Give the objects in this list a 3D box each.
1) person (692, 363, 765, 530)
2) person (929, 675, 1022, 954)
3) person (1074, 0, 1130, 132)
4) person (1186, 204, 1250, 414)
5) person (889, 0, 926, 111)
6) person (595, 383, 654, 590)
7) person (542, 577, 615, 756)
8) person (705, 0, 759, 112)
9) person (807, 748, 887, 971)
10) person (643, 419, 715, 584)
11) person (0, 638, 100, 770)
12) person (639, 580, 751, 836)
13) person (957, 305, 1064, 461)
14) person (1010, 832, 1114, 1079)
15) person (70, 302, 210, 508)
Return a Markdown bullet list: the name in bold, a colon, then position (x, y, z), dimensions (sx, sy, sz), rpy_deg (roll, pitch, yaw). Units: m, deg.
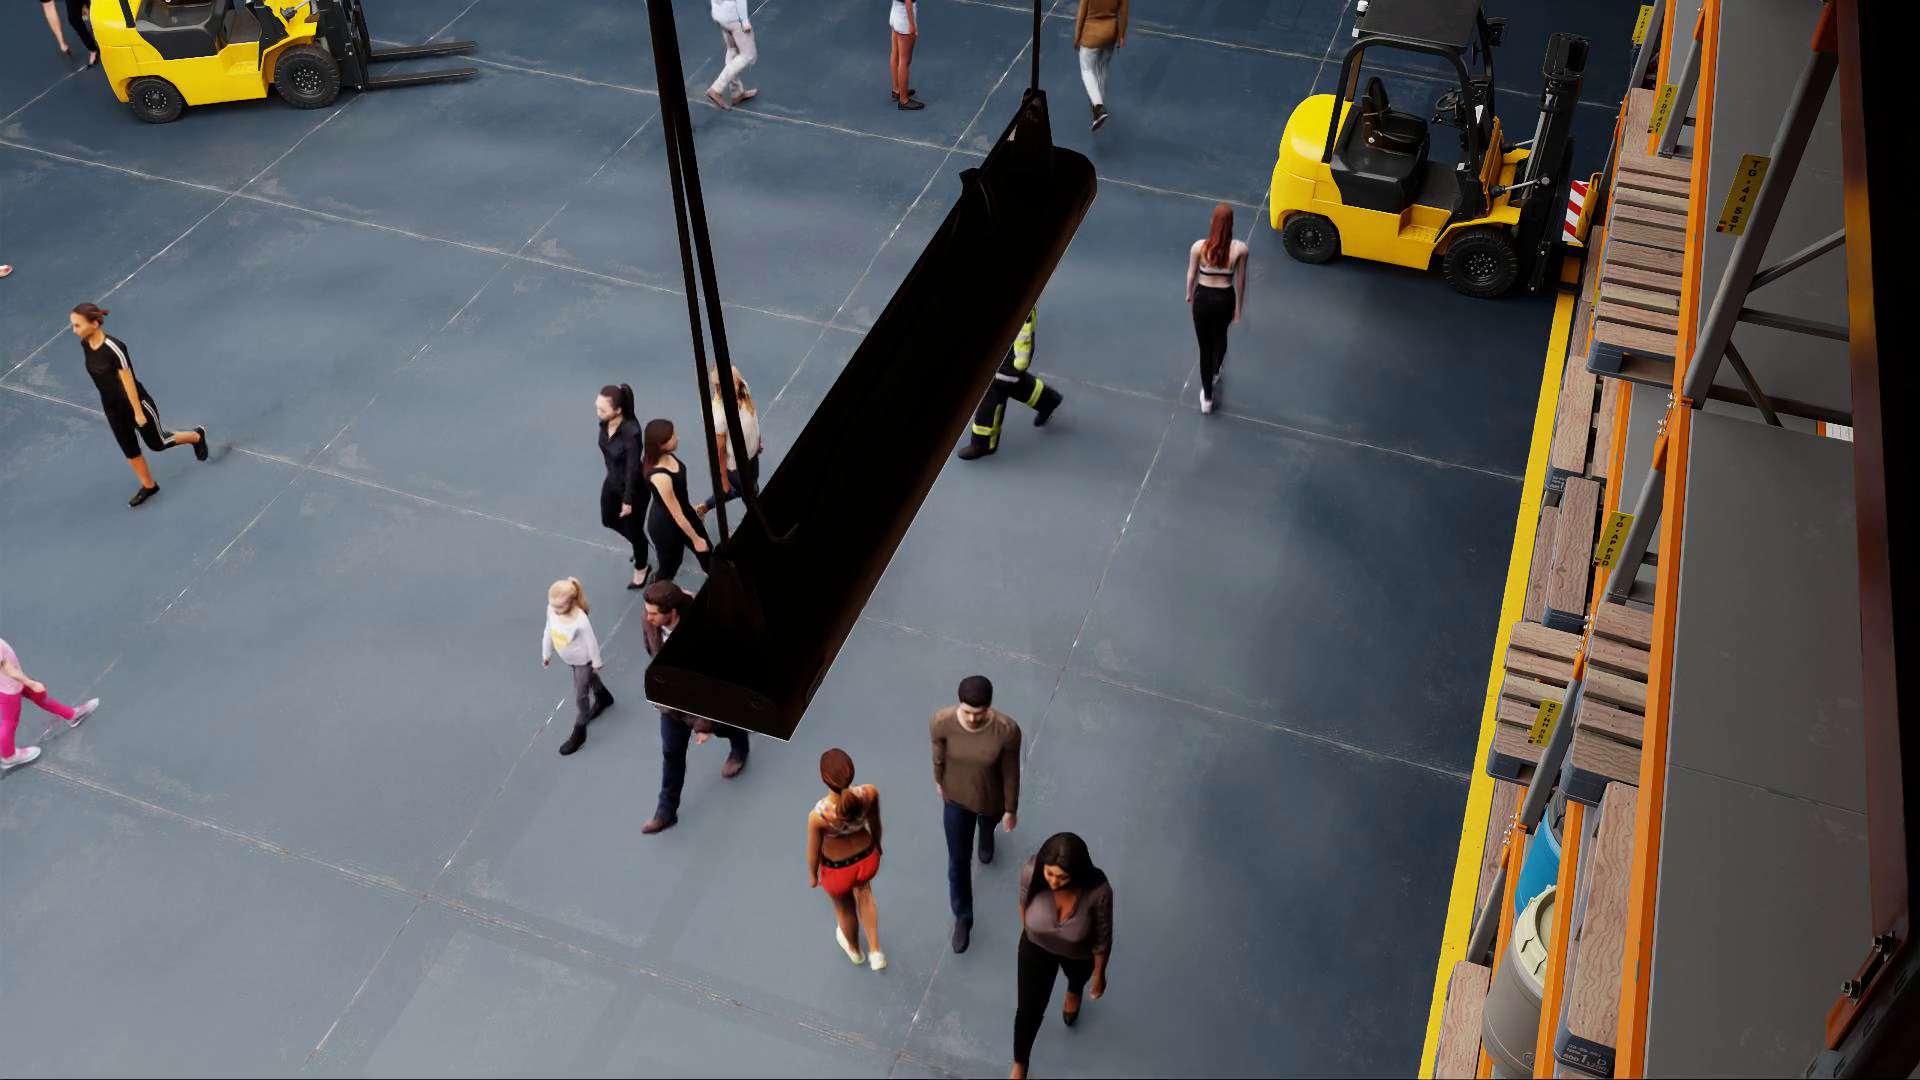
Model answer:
- **person**: position (-1.582, -0.543, 11.273), dimensions (0.741, 1.772, 0.988), rpy_deg (13, 45, 13)
- **person**: position (0.109, 1.335, 9.250), dimensions (0.885, 1.845, 1.252), rpy_deg (3, 44, 3)
- **person**: position (1.331, -4.697, 15.613), dimensions (0.943, 1.801, 1.076), rpy_deg (-8, 44, -9)
- **person**: position (1.903, -1.693, 12.516), dimensions (0.707, 1.724, 0.869), rpy_deg (3, 44, 3)
- **person**: position (-0.557, -5.001, 15.972), dimensions (0.725, 1.746, 0.641), rpy_deg (-12, 45, -13)
- **person**: position (-2.179, -0.363, 11.134), dimensions (0.717, 1.705, 0.683), rpy_deg (-33, 52, -30)
- **person**: position (-2.336, 0.676, 10.366), dimensions (0.635, 1.259, 0.828), rpy_deg (29, 51, 27)
- **person**: position (-2.245, -4.943, 15.818), dimensions (1.036, 1.875, 0.927), rpy_deg (-29, 50, -27)
- **person**: position (-0.552, 1.776, 8.829), dimensions (0.781, 1.785, 0.836), rpy_deg (-22, 48, -21)
- **person**: position (-1.942, -0.093, 10.877), dimensions (0.897, 1.669, 0.976), rpy_deg (-3, 44, -3)
- **person**: position (-5.866, 0.910, 10.131), dimensions (0.946, 1.244, 0.753), rpy_deg (-30, 51, -28)
- **person**: position (-1.503, 0.869, 9.787), dimensions (0.866, 1.779, 1.234), rpy_deg (20, 47, 20)
- **person**: position (0.395, -1.463, 12.108), dimensions (1.251, 1.953, 1.225), rpy_deg (-15, 46, -15)
- **person**: position (0.554, 2.015, 8.562), dimensions (0.715, 1.809, 1.051), rpy_deg (9, 44, 10)
- **person**: position (-5.869, -1.018, 11.864), dimensions (0.642, 1.646, 0.963), rpy_deg (20, 47, 19)
